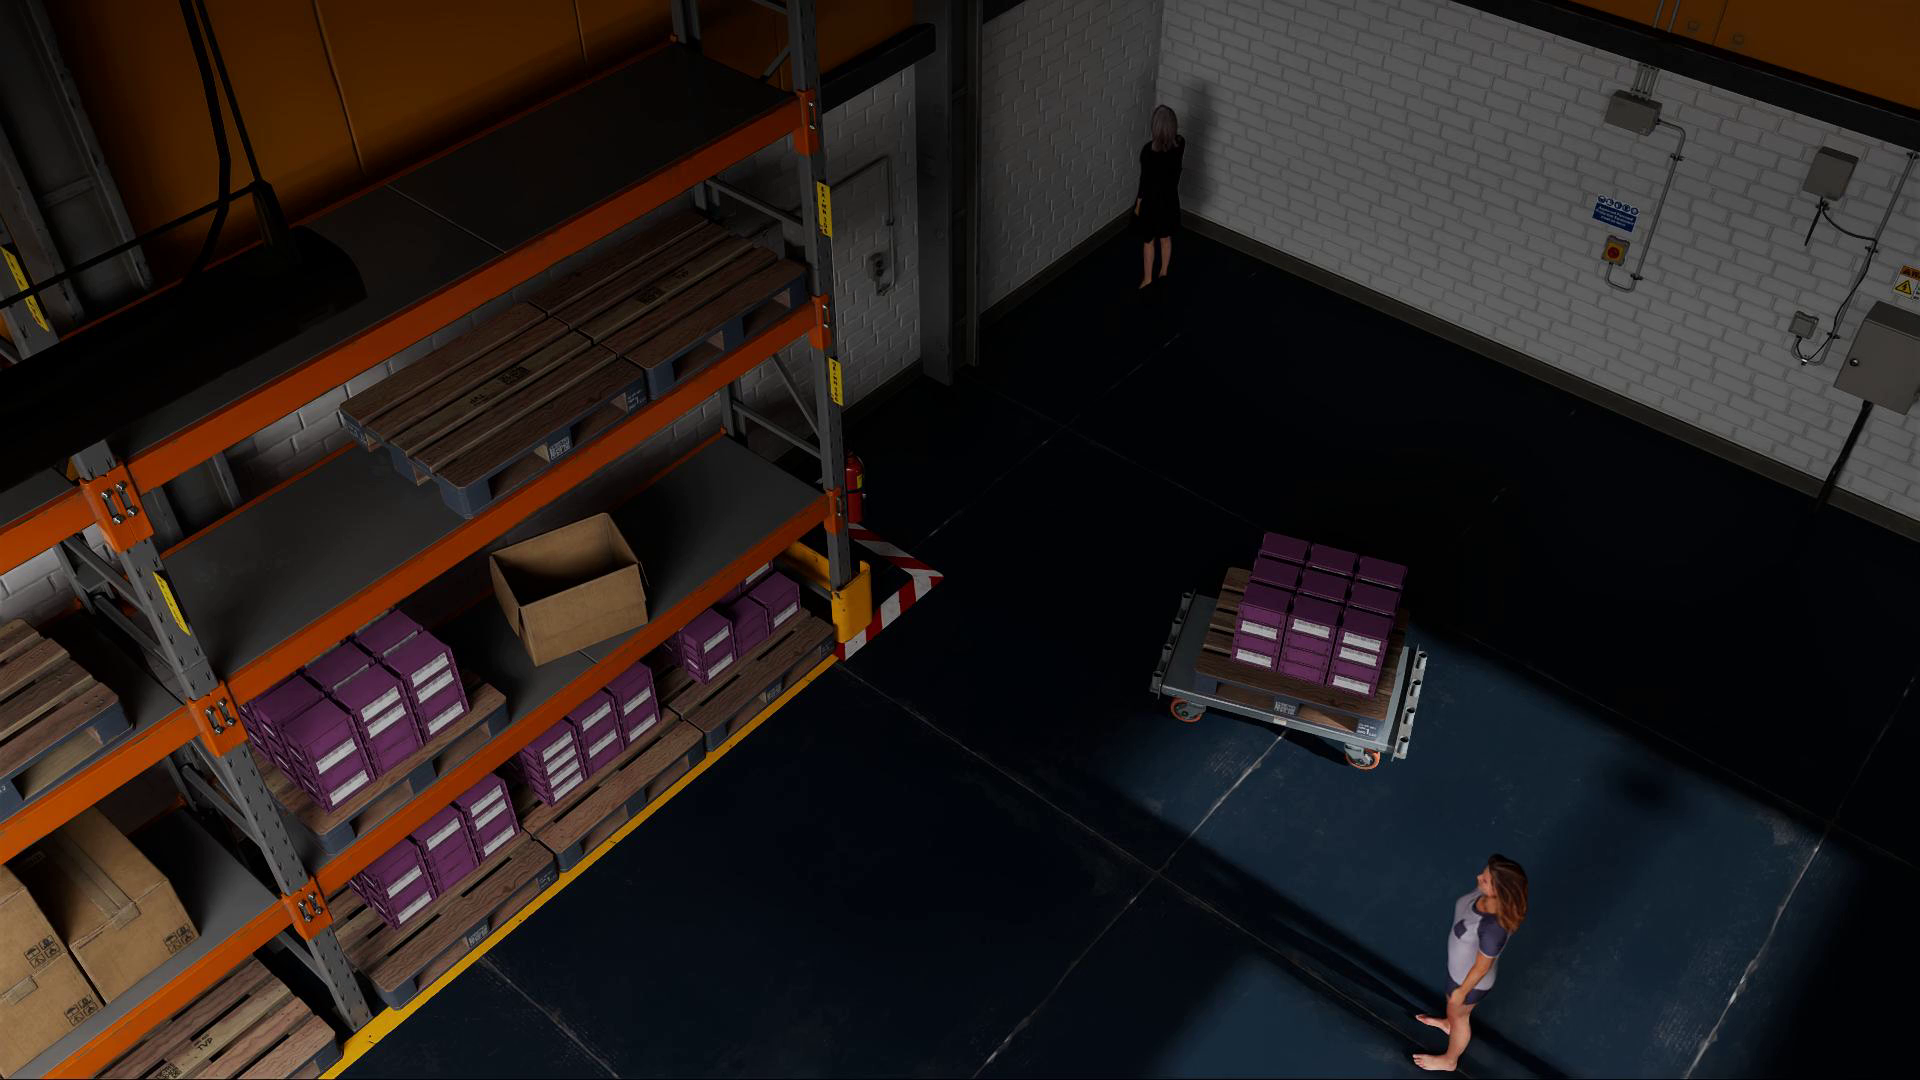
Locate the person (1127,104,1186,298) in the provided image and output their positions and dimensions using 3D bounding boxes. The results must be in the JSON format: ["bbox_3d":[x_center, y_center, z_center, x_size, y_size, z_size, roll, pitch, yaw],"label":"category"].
[{"bbox_3d":[1.646,-2.832,13.898,0.617,1.746,0.736,-22,48,-21],"label":"person"}]

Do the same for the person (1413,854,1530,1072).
[{"bbox_3d":[2.665,2.197,8.628,0.728,1.733,0.606,12,45,13],"label":"person"}]
